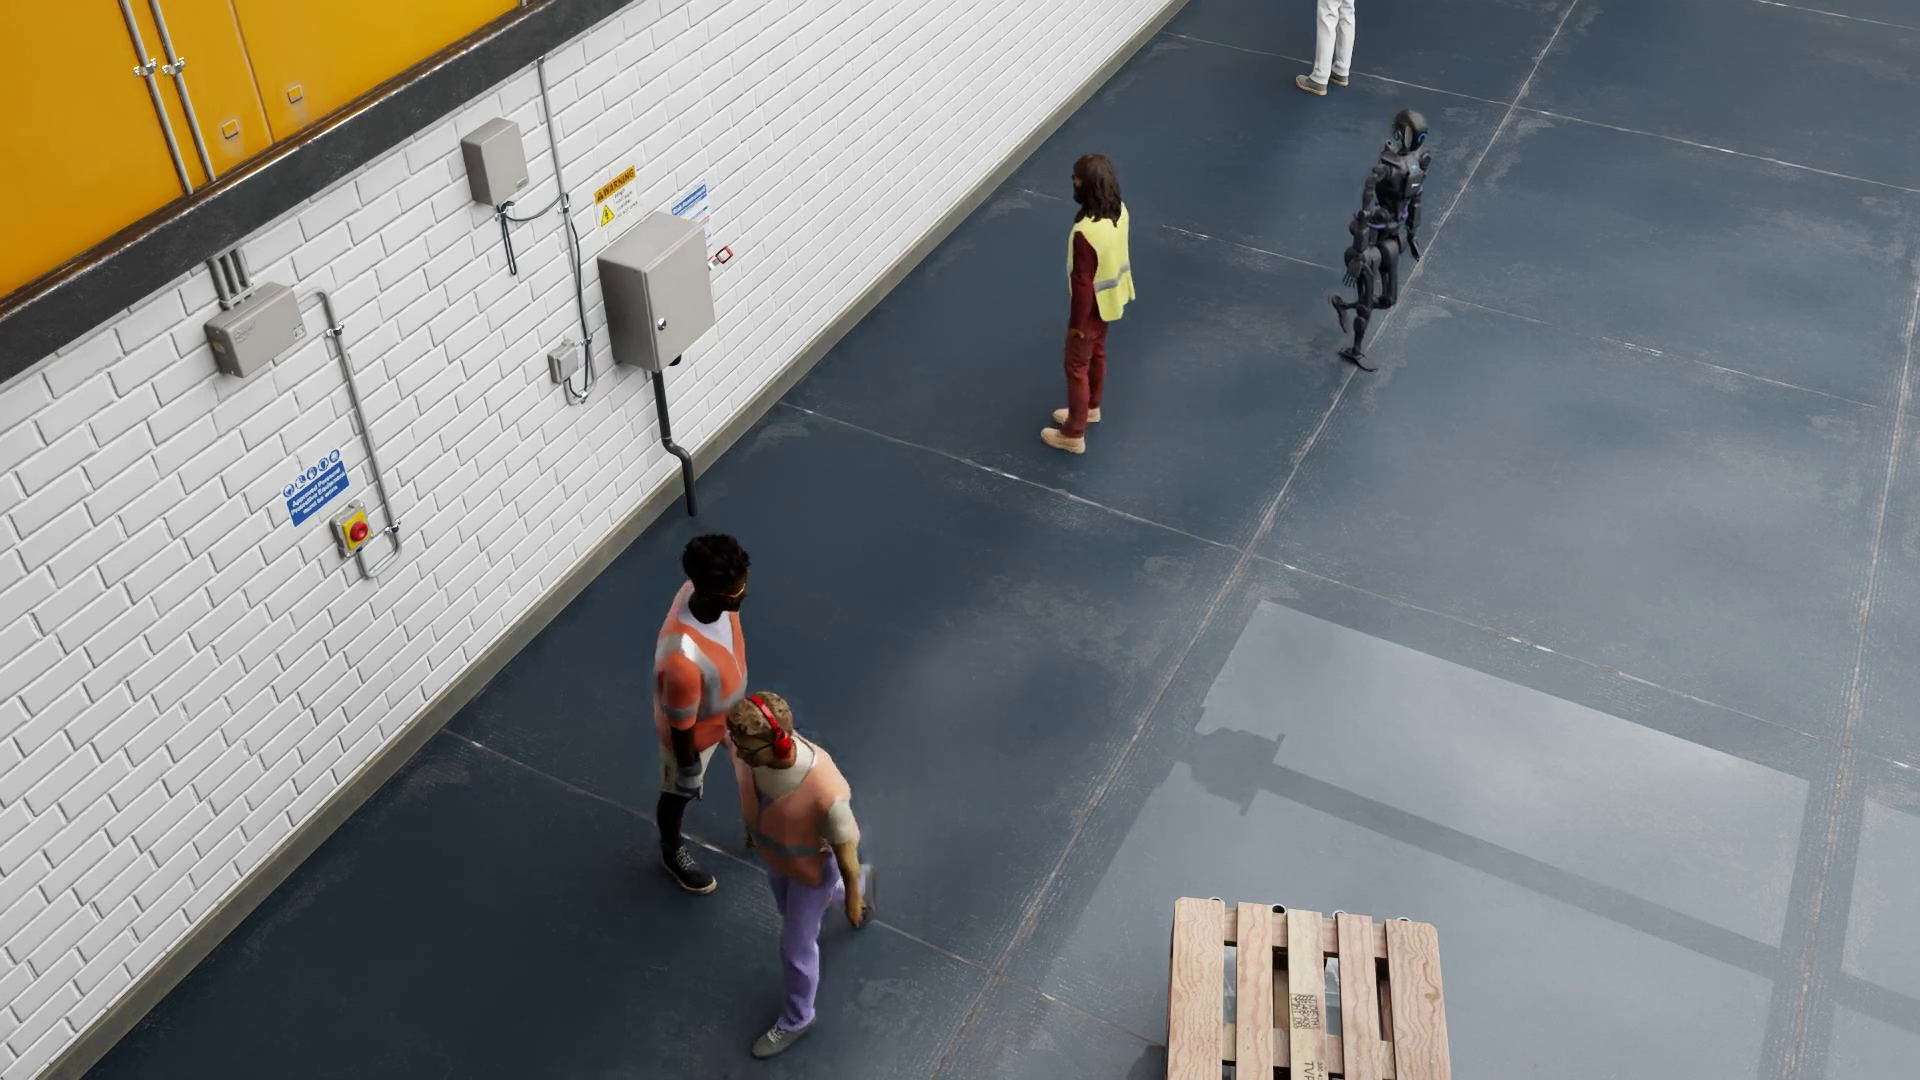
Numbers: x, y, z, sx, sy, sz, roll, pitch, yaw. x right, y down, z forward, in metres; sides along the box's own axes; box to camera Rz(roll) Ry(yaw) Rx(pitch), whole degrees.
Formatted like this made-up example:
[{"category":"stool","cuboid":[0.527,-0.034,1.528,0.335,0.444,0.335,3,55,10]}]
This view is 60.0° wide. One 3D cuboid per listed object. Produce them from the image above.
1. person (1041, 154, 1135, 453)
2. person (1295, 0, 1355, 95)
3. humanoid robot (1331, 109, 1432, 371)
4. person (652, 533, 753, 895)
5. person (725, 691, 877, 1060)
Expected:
[{"category":"person","cuboid":[0.731,-1.300,9.200,0.434,1.762,0.484,18,44,19]},{"category":"person","cuboid":[2.888,-4.323,12.625,0.565,1.878,0.353,-33,51,-32]},{"category":"humanoid robot","cuboid":[2.444,-1.801,9.846,0.589,1.640,0.461,-28,48,-29]},{"category":"person","cuboid":[-0.960,0.725,6.739,0.751,1.925,0.636,9,42,11]},{"category":"person","cuboid":[-0.564,1.163,6.316,0.608,1.806,0.789,30,49,30]}]
